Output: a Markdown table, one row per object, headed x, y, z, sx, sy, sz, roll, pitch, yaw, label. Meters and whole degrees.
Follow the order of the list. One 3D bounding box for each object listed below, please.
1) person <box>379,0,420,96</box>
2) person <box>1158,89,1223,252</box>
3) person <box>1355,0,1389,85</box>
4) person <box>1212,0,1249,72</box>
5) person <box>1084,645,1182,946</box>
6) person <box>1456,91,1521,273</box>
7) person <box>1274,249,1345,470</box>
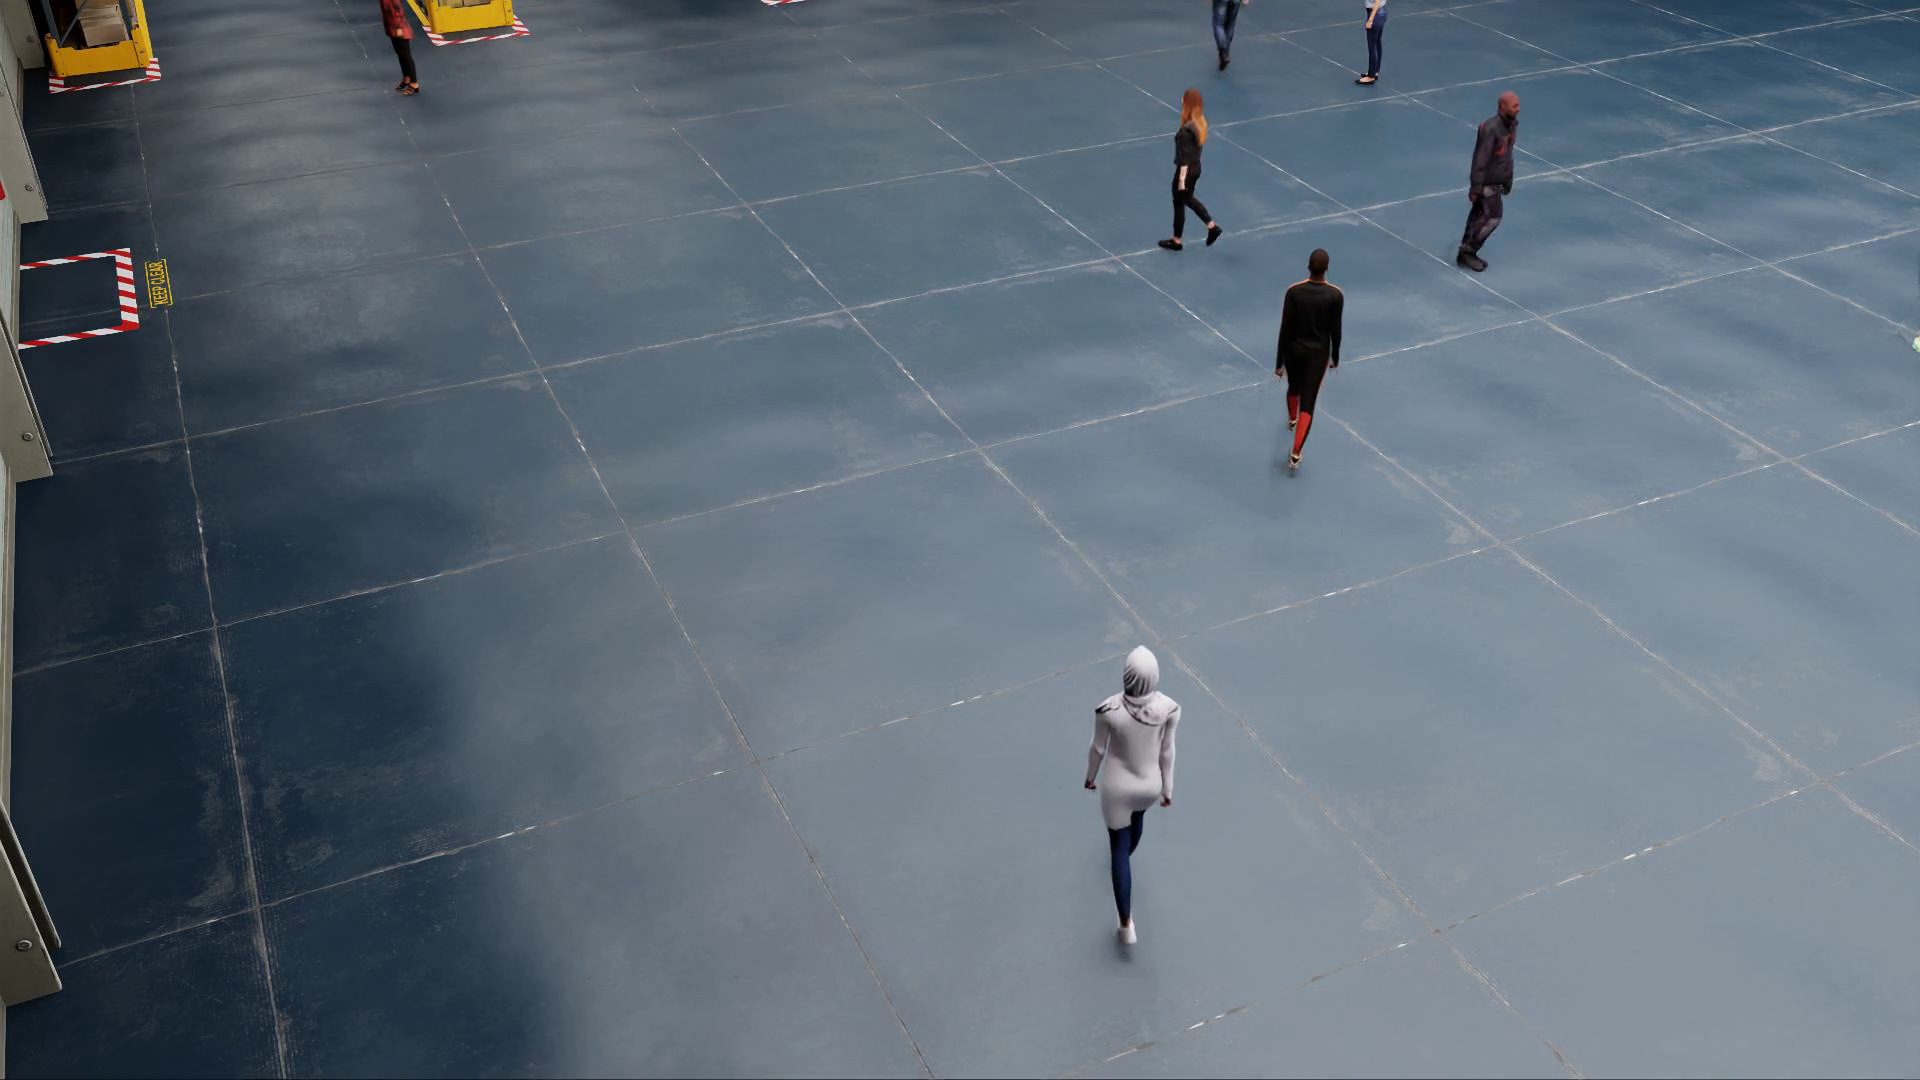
| x | y | z | sx | sy | sz | roll | pitch | yaw | label |
| --- | --- | --- | --- | --- | --- | --- | --- | --- | --- |
| -7.209 | -6.577 | 21.291 | 0.705 | 1.699 | 0.548 | -21 | 39 | -29 | person |
| 2.402 | -3.724 | 16.902 | 1.006 | 1.702 | 0.888 | 18 | 37 | 26 | person |
| 5.433 | -6.818 | 21.641 | 0.693 | 1.722 | 0.663 | 17 | 37 | 24 | person |
| 3.554 | -7.196 | 22.077 | 0.989 | 1.879 | 1.284 | -3 | 33 | -5 | person |
| 0.928 | 1.394 | 8.997 | 0.923 | 1.740 | 1.215 | -1 | 33 | -2 | person |
| 5.188 | -3.621 | 16.644 | 0.833 | 1.810 | 0.810 | 19 | 38 | 27 | person |
| 2.774 | -1.422 | 13.308 | 1.140 | 1.760 | 1.269 | 8 | 34 | 12 | person |
